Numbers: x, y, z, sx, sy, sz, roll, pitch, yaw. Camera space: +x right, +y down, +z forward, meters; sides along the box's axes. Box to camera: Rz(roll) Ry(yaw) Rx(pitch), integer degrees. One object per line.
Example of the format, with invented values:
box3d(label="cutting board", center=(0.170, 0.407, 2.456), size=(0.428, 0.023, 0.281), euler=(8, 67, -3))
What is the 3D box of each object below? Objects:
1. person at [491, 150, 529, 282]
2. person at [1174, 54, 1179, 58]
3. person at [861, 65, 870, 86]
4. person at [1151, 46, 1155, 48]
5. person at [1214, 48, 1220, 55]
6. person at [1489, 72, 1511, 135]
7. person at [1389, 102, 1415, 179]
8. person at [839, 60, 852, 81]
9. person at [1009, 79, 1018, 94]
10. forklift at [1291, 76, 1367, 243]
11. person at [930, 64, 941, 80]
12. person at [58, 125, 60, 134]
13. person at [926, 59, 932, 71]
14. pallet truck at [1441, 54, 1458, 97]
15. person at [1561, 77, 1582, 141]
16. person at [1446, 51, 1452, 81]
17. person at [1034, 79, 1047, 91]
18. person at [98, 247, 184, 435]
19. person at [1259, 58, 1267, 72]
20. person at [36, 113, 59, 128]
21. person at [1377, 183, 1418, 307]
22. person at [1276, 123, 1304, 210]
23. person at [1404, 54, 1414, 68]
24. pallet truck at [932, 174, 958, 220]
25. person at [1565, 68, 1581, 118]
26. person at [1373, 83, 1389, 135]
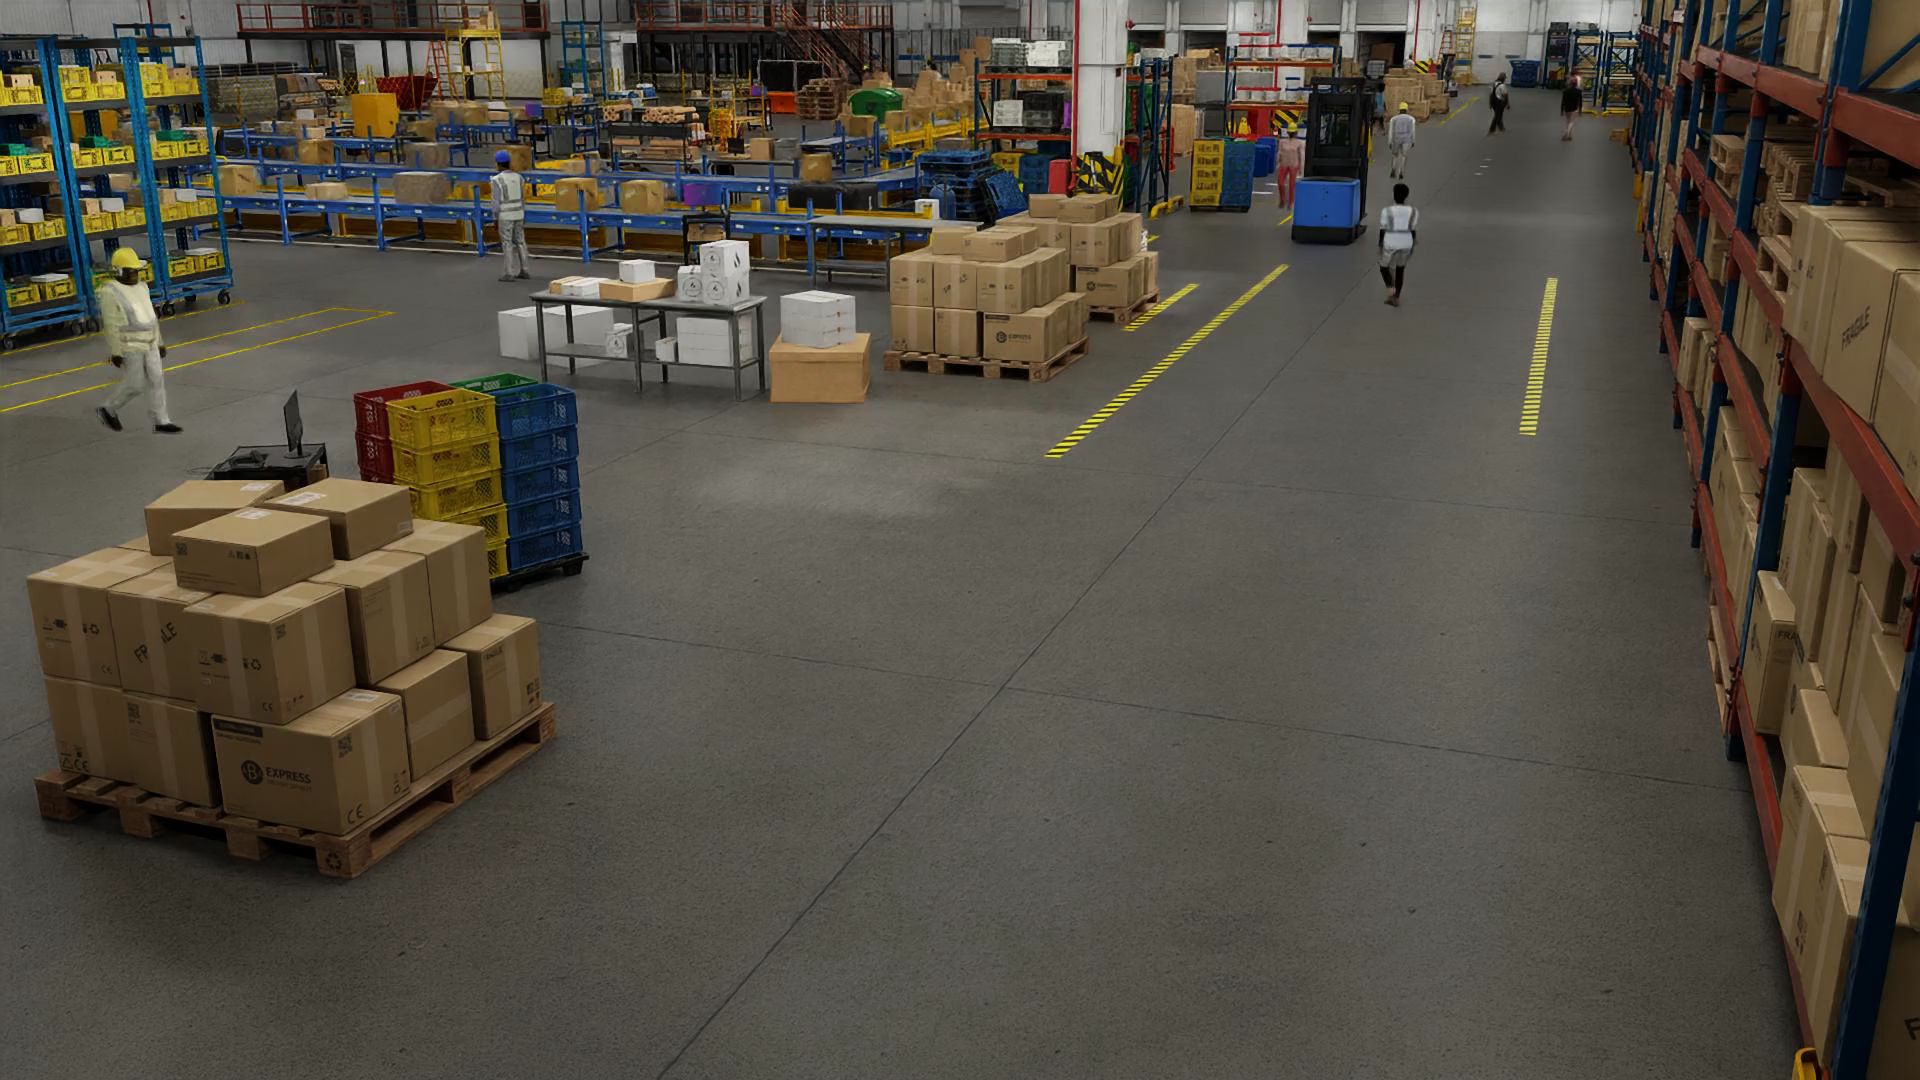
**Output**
box3d(label="person", center=(-6.761, -4.851, 24.937), size=(0.416, 1.939, 0.601), euler=(10, 20, 30))
box3d(label="person", center=(10.989, -23.814, 84.668), size=(0.429, 1.841, 0.633), euler=(-11, 21, -31))
box3d(label="person", center=(-3.976, -18.780, 68.987), size=(0.594, 1.747, 0.546), euler=(7, 19, 22))
box3d(label="person", center=(11.150, -27.383, 95.699), size=(0.980, 1.947, 0.652), euler=(10, 20, 28))
box3d(label="person", center=(14.481, -26.964, 94.430), size=(0.589, 1.924, 0.384), euler=(8, 19, 24))
box3d(label="person", center=(17.775, -14.305, 54.467), size=(1.002, 2.000, 0.696), euler=(-5, 18, -15))
box3d(label="person", center=(10.702, -9.672, 40.296), size=(0.615, 1.806, 0.722), euler=(5, 18, 14))
box3d(label="person", center=(-5.819, -23.827, 84.716), size=(0.603, 1.829, 0.996), euler=(2, 18, 6))
box3d(label="person", center=(2.090, -17.278, 64.131), size=(0.876, 1.843, 0.514), euler=(14, 22, 37))
box3d(label="forklift", center=(6.598, -6.755, 29.381), size=(1.129, 2.768, 1.873), euler=(6, 19, 19))
box3d(label="person", center=(-1.034, -17.527, 64.750), size=(0.619, 1.938, 0.727), euler=(-7, 19, -21))
box3d(label="person", center=(-27.242, -12.799, 50.014), size=(0.668, 1.869, 0.822), euler=(0, 18, 1))
box3d(label="person", center=(-1.362, -20.606, 74.582), size=(0.331, 1.844, 0.519), euler=(13, 22, 36))
box3d(label="pallet truck", center=(22.765, -21.886, 78.355), size=(0.823, 1.965, 1.885), euler=(-4, 18, -14))
box3d(label="person", center=(19.000, -13.401, 51.754), size=(0.619, 1.967, 0.836), euler=(16, 24, 42))
box3d(label="person", center=(25.207, -24.149, 85.594), size=(0.554, 1.924, 0.681), euler=(-15, 23, -39))
box3d(label="person", center=(3.289, -18.398, 67.496), size=(0.551, 1.934, 0.373), euler=(8, 19, 23))
box3d(label="person", center=(-7.843, -1.870, 15.764), size=(0.642, 1.807, 0.608), euler=(4, 18, 11))
box3d(label="person", center=(16.208, -25.199, 89.019), size=(0.430, 1.845, 0.619), euler=(8, 19, 23))
box3d(label="person", center=(-25.210, -11.626, 46.064), size=(0.642, 2.028, 0.424), euler=(-9, 20, -26))
box3d(label="person", center=(5.975, -4.010, 22.688), size=(0.540, 1.682, 0.418), euler=(-1, 18, -4))
box3d(label="person", center=(6.707, -7.599, 33.874), size=(0.542, 1.752, 0.451), euler=(7, 19, 20))
box3d(label="person", center=(21.508, -22.277, 79.681), size=(0.377, 1.940, 0.629), euler=(-9, 20, -26))
box3d(label="pallet truck", center=(-0.507, -5.292, 27.348), size=(0.653, 1.274, 1.630), euler=(6, 19, 19))
box3d(label="person", center=(23.187, -16.865, 62.783), size=(0.586, 1.869, 0.529), euler=(-8, 19, -23))
box3d(label="person", center=(13.802, -14.078, 54.375), size=(0.819, 1.655, 0.539), euler=(8, 19, 23))
